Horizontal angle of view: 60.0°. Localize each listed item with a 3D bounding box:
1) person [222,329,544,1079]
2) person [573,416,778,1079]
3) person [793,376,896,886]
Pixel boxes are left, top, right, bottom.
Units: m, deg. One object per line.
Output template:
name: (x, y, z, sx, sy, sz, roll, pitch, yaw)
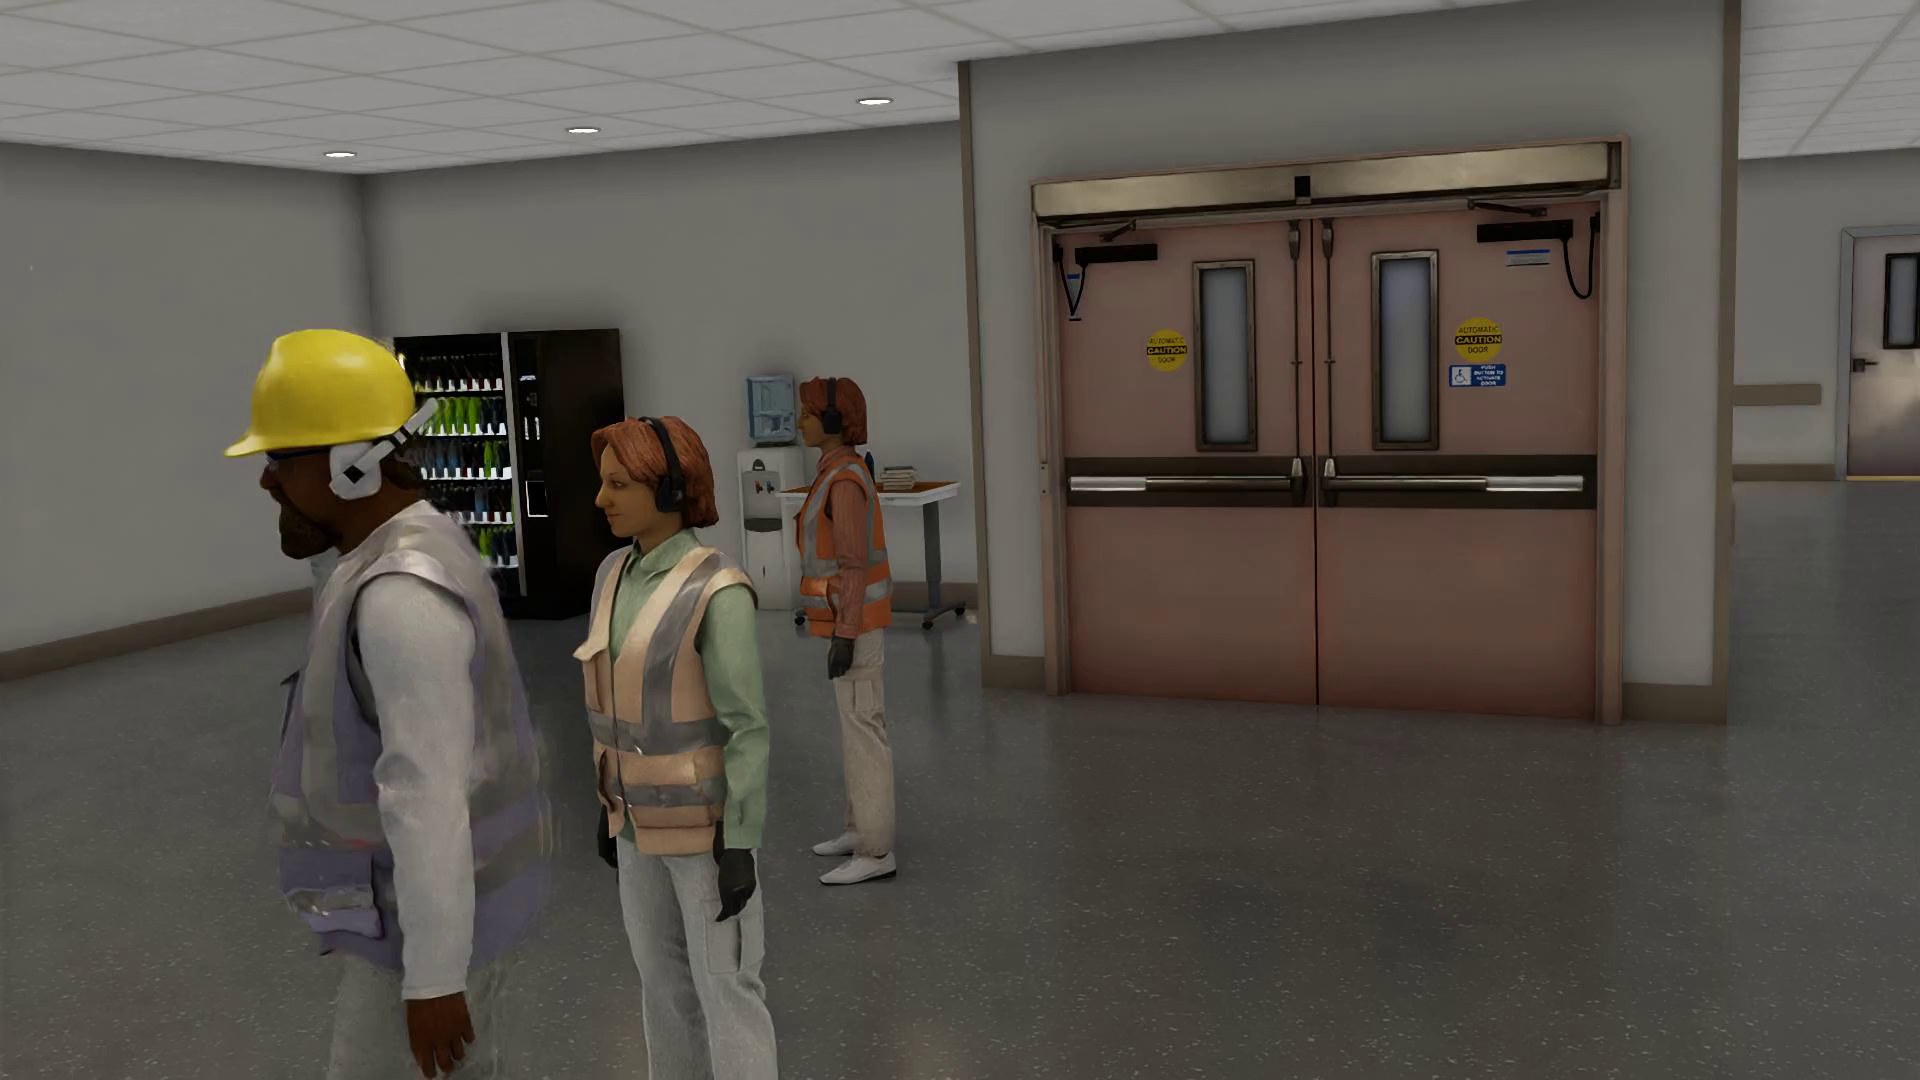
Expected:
person: (-0.883, 0.579, 2.638, 0.443, 1.818, 0.633, -5, 8, -17)
person: (-0.551, 0.573, 3.269, 0.305, 1.639, 0.522, -9, 10, -42)
person: (-0.369, 0.288, 5.406, 0.312, 1.642, 0.512, -3, 7, -6)
